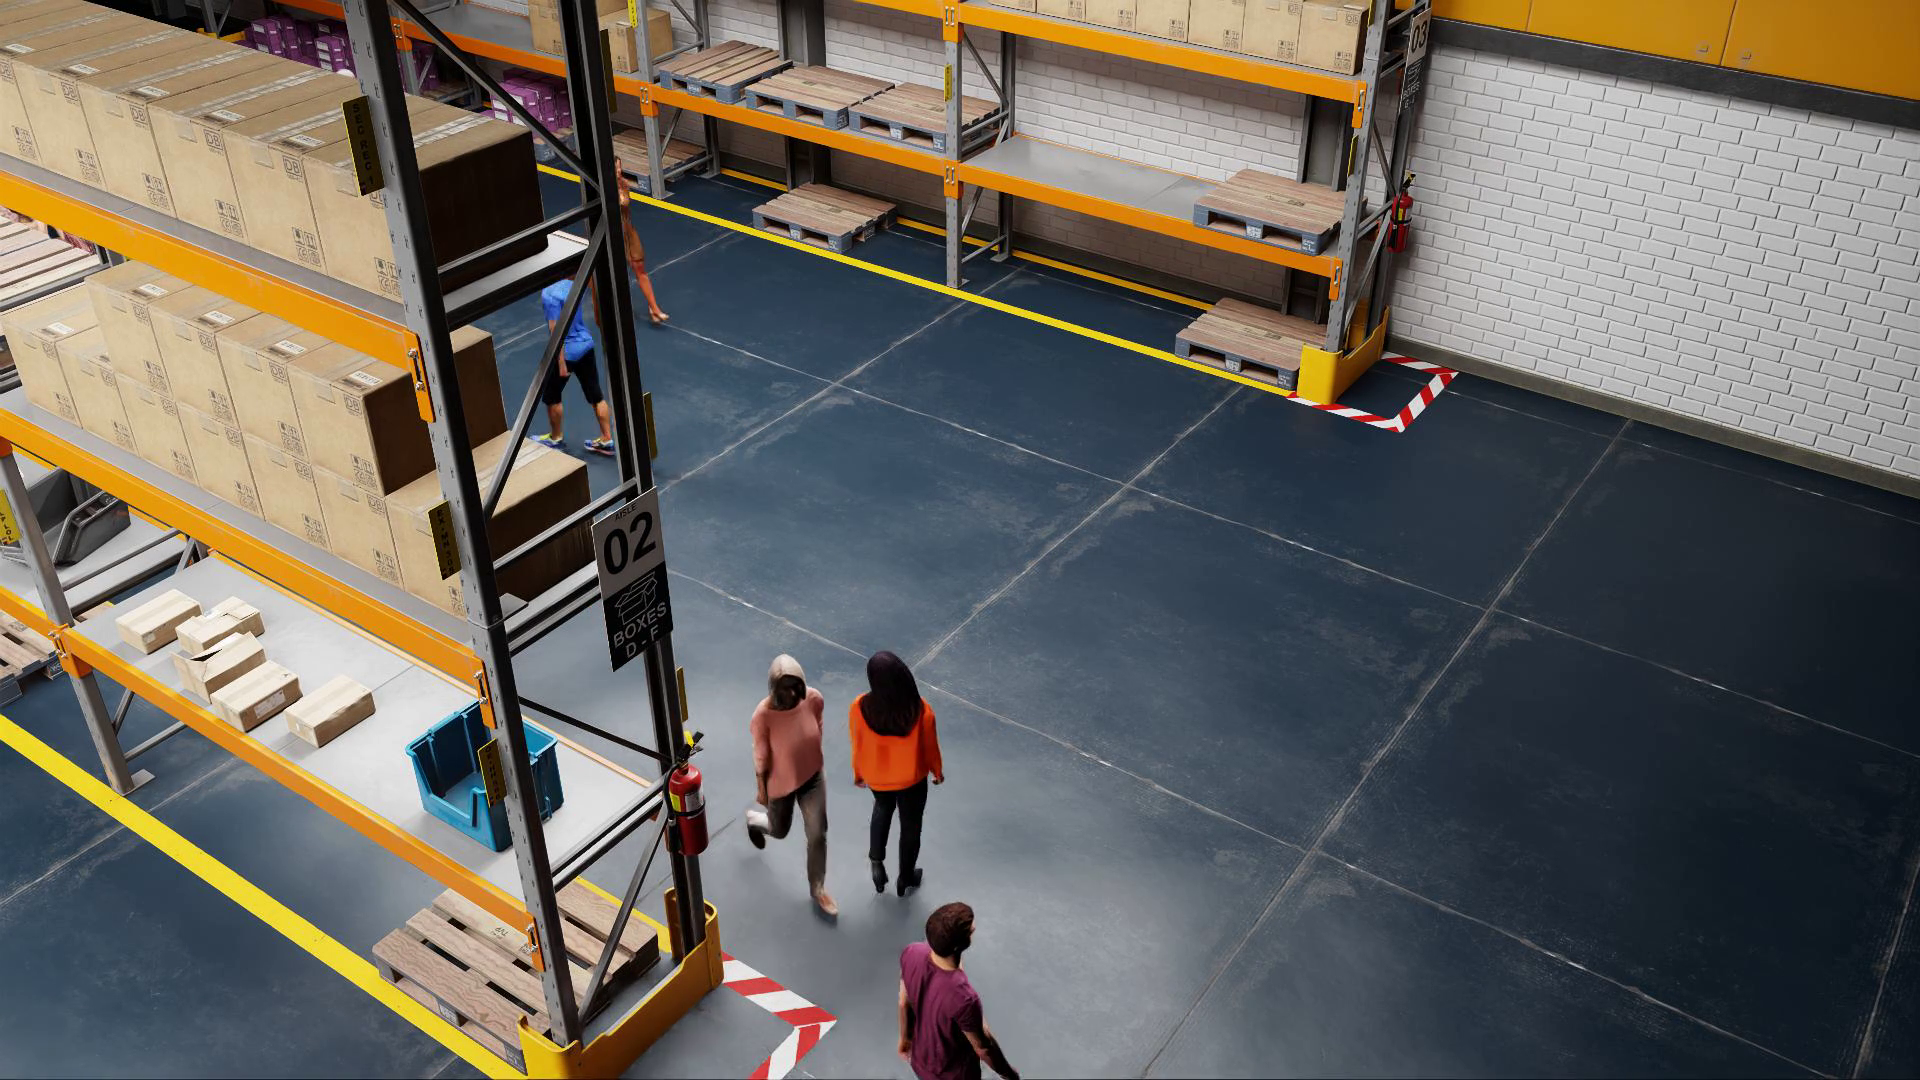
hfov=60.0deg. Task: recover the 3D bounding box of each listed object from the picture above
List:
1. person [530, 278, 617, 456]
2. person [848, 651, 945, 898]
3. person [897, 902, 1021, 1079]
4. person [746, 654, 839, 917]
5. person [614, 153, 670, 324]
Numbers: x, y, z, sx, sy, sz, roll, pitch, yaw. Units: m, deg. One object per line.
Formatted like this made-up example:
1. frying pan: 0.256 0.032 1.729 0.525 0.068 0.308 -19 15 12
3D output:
1. person: -3.021 -1.479 13.288 1.005 1.838 0.763 12 36 18
2. person: -0.379 1.351 9.122 0.621 1.737 0.765 12 36 18
3. person: -0.132 2.395 7.480 0.981 1.817 1.069 -18 38 -25
4. person: -0.978 1.284 9.255 0.818 1.702 1.108 -22 39 -29
5. person: -3.247 -2.797 15.448 1.046 1.643 0.592 22 40 30
